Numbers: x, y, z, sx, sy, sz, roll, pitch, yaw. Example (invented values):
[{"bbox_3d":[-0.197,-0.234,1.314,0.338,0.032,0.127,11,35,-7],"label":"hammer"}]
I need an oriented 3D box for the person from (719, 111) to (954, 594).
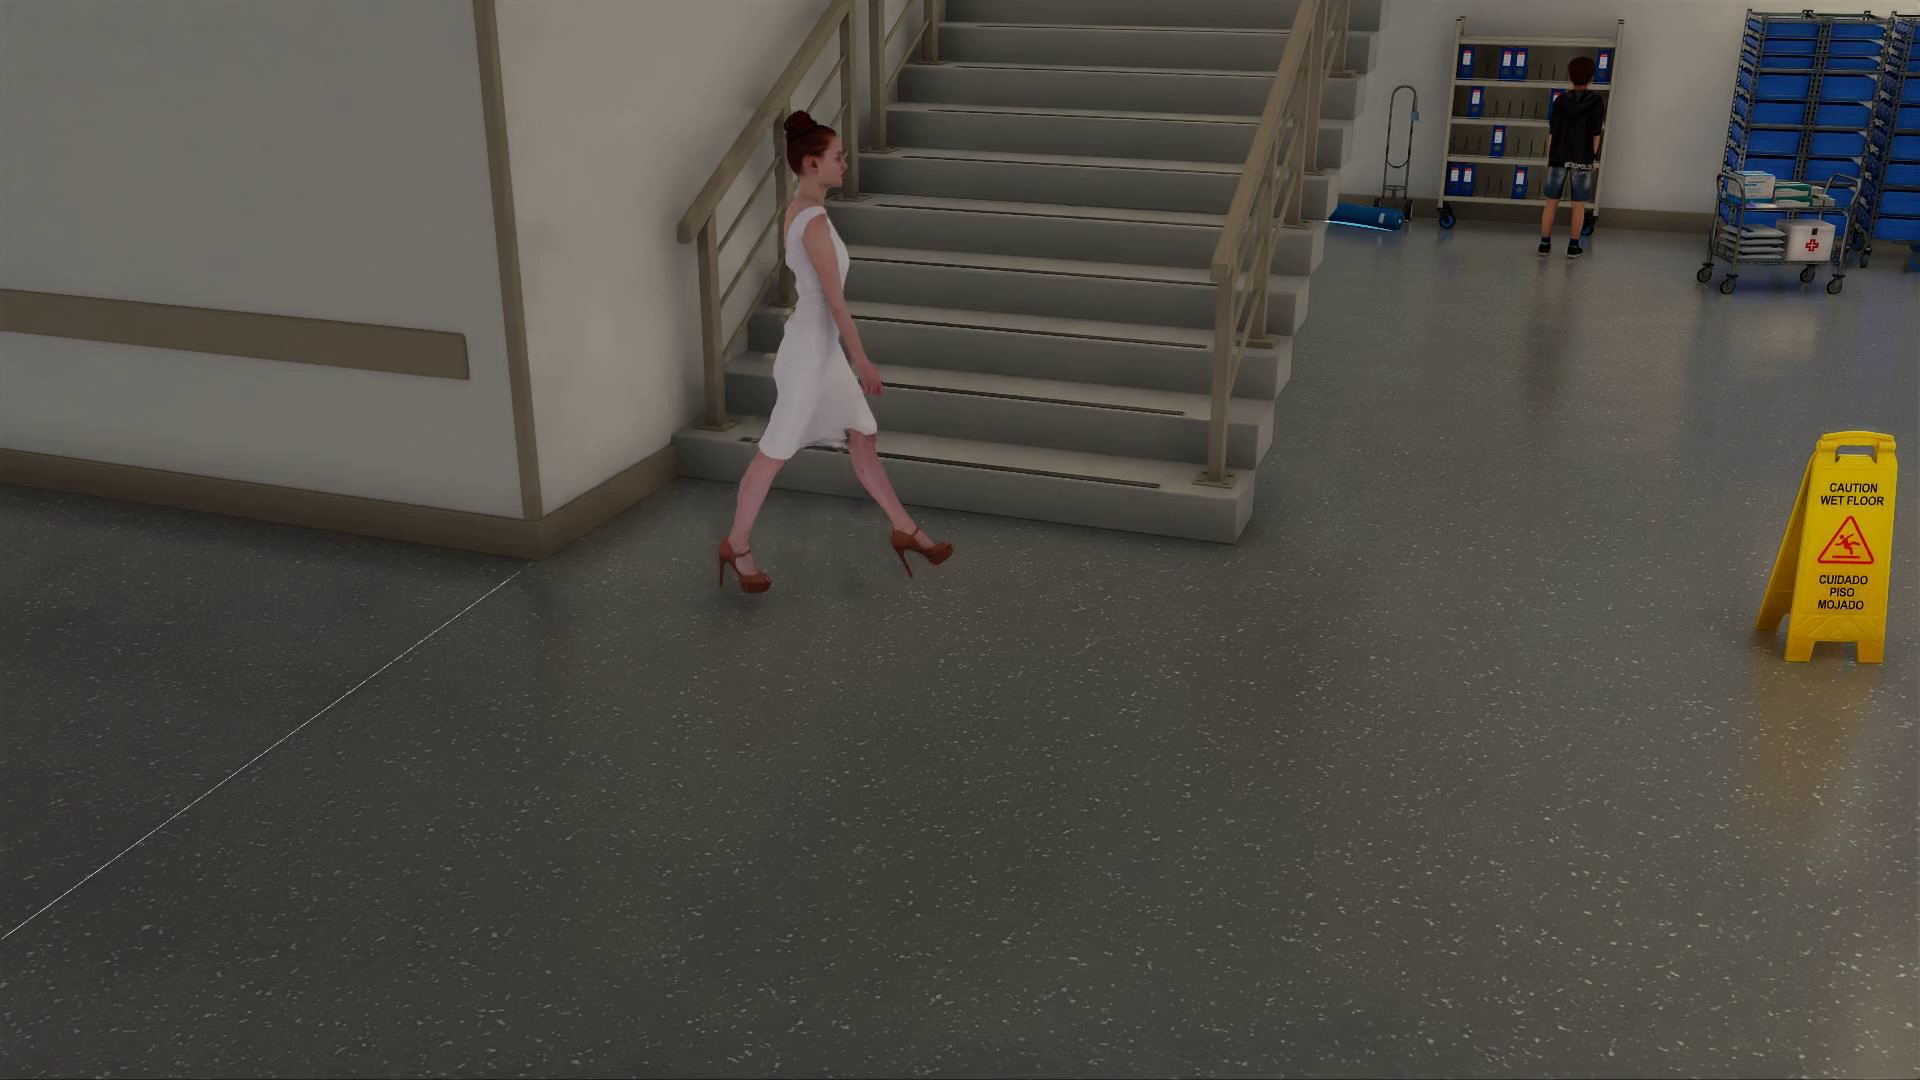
[{"bbox_3d":[-0.637,-0.594,5.974,0.921,1.746,1.114,0,21,-1],"label":"person"}]

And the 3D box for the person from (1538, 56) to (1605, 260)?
[{"bbox_3d":[4.517,-2.826,12.292,0.564,1.445,0.551,11,24,28],"label":"person"}]
